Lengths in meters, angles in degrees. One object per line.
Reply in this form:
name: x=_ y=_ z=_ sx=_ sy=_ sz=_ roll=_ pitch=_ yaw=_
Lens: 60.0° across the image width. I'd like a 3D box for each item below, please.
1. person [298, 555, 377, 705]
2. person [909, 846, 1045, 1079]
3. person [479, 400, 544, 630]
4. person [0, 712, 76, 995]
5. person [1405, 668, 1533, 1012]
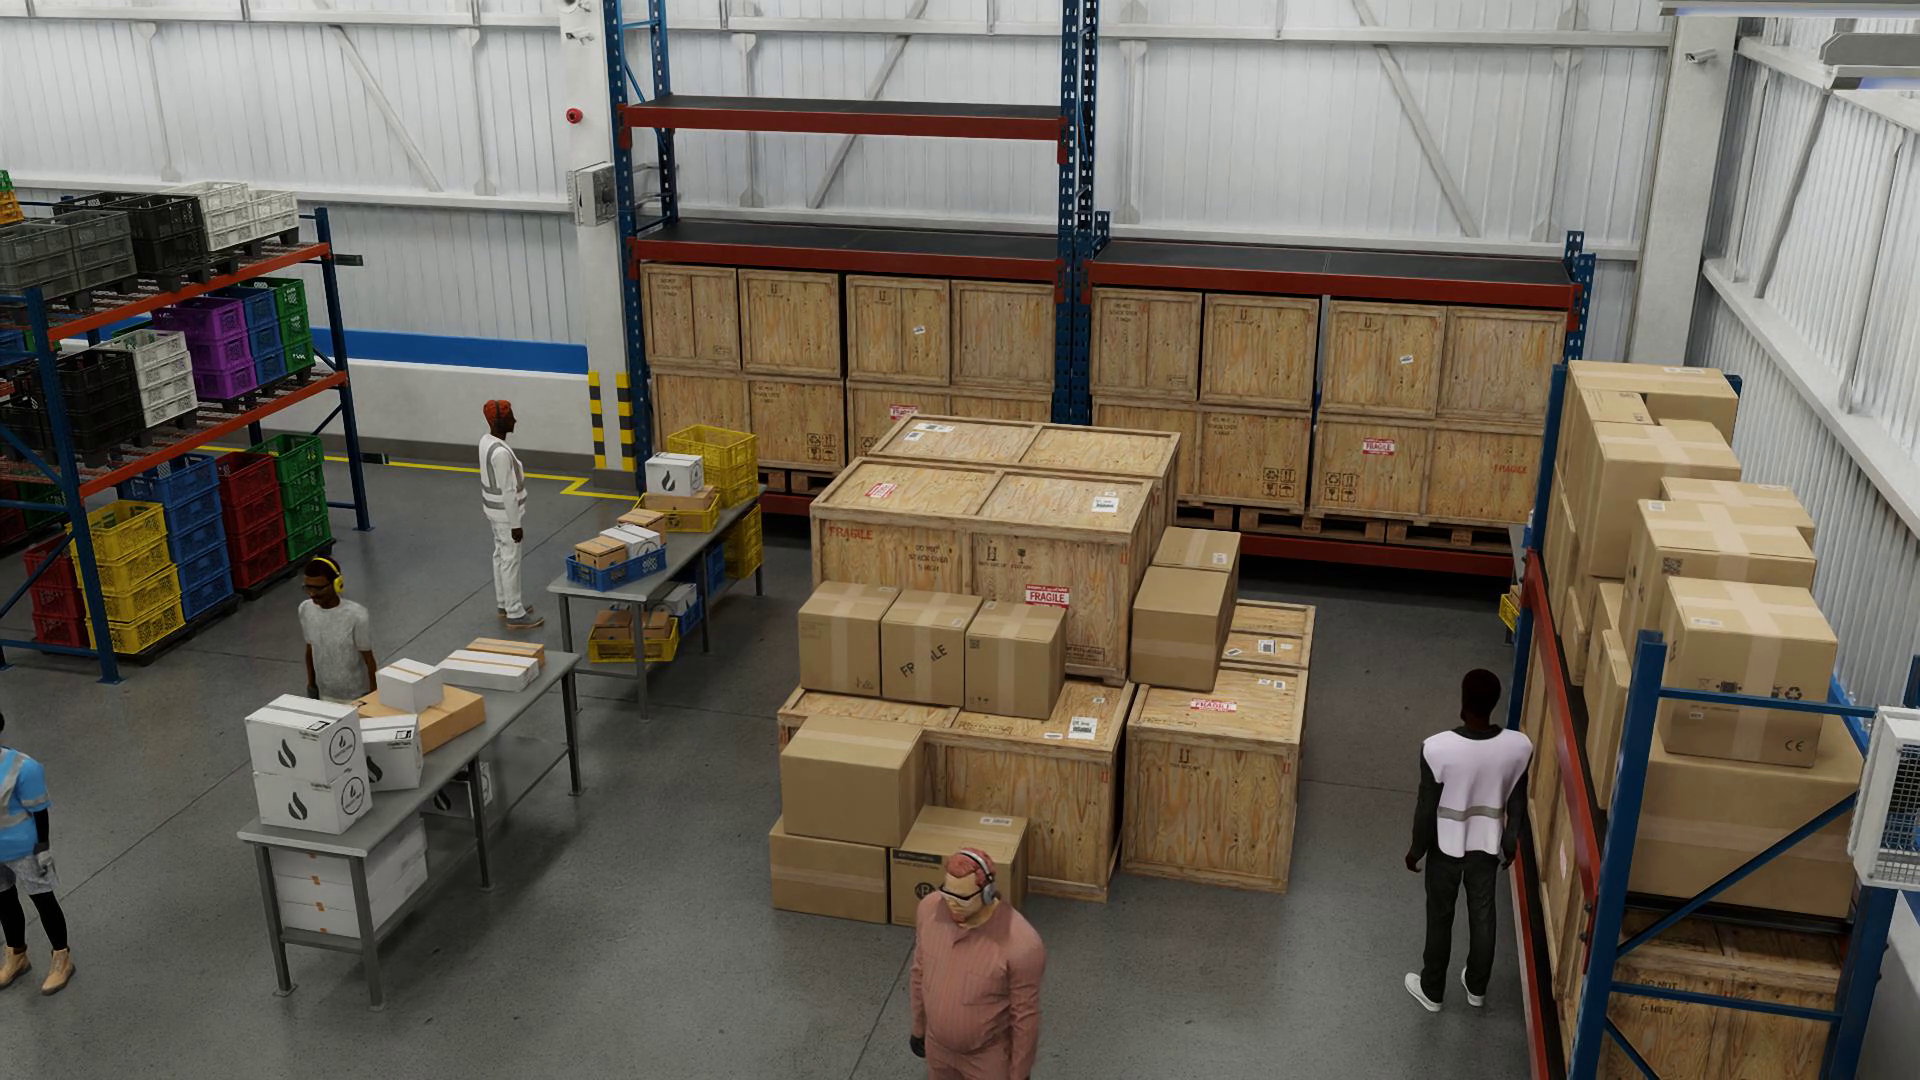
person: x=-3.815 y=0.961 z=10.287 sx=0.516 sy=1.861 sz=0.316 roll=6 pitch=22 yaw=16
person: x=0.035 y=2.153 z=7.115 sx=0.639 sy=1.900 sz=0.401 roll=15 pitch=25 yaw=34
person: x=-3.627 y=-0.212 z=13.320 sx=0.344 sy=1.882 sz=0.584 roll=-11 pitch=24 yaw=-27
person: x=-5.030 y=1.619 z=8.788 sx=0.533 sy=1.696 sz=0.319 roll=3 pitch=21 yaw=8
person: x=2.620 y=1.569 z=8.614 sx=0.596 sy=1.916 sz=0.372 roll=-3 pitch=21 yaw=-7
